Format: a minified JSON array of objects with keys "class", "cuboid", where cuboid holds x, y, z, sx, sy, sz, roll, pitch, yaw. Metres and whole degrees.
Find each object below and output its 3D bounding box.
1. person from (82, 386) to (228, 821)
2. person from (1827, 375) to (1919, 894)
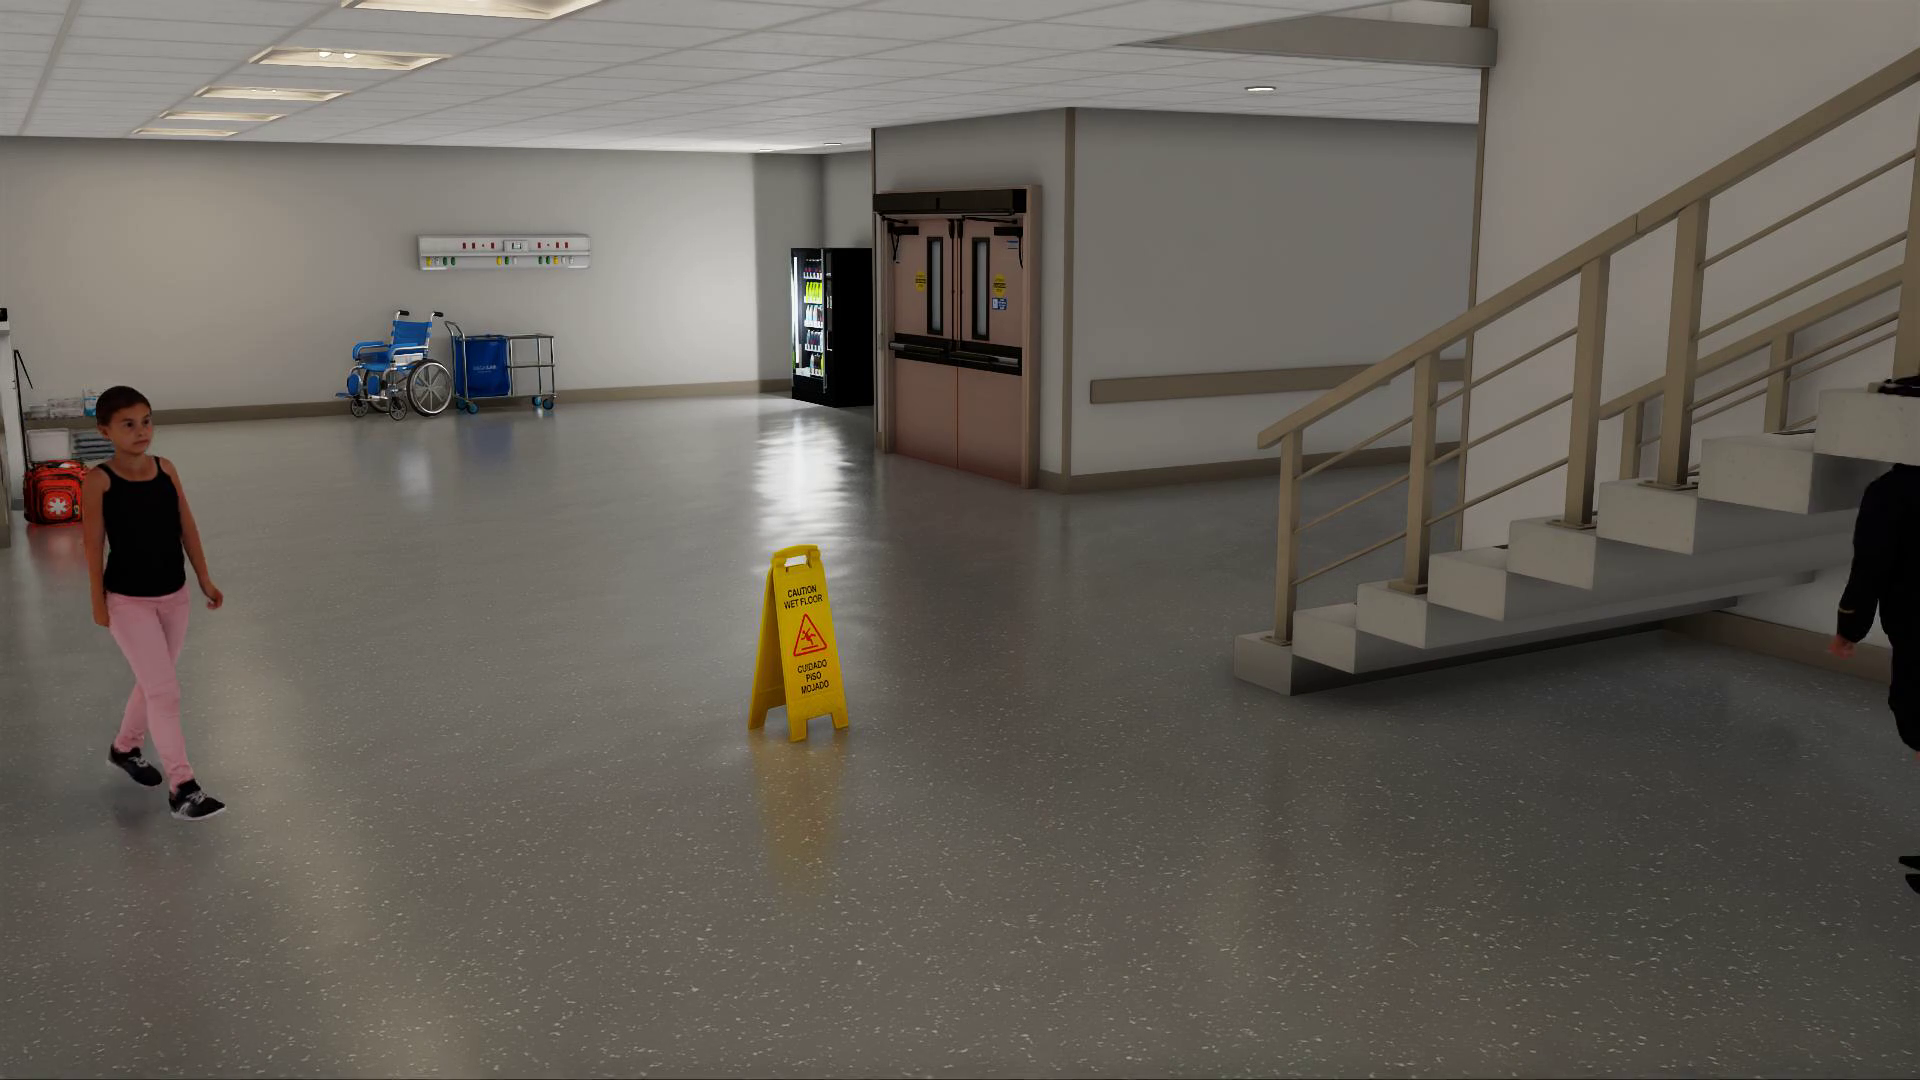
[{"class":"person","cuboid":[-2.972,0.227,6.011,1.100,1.526,0.882,6,12,29]},{"class":"person","cuboid":[3.087,0.331,5.141,0.758,1.645,0.683,-2,11,-11]}]
